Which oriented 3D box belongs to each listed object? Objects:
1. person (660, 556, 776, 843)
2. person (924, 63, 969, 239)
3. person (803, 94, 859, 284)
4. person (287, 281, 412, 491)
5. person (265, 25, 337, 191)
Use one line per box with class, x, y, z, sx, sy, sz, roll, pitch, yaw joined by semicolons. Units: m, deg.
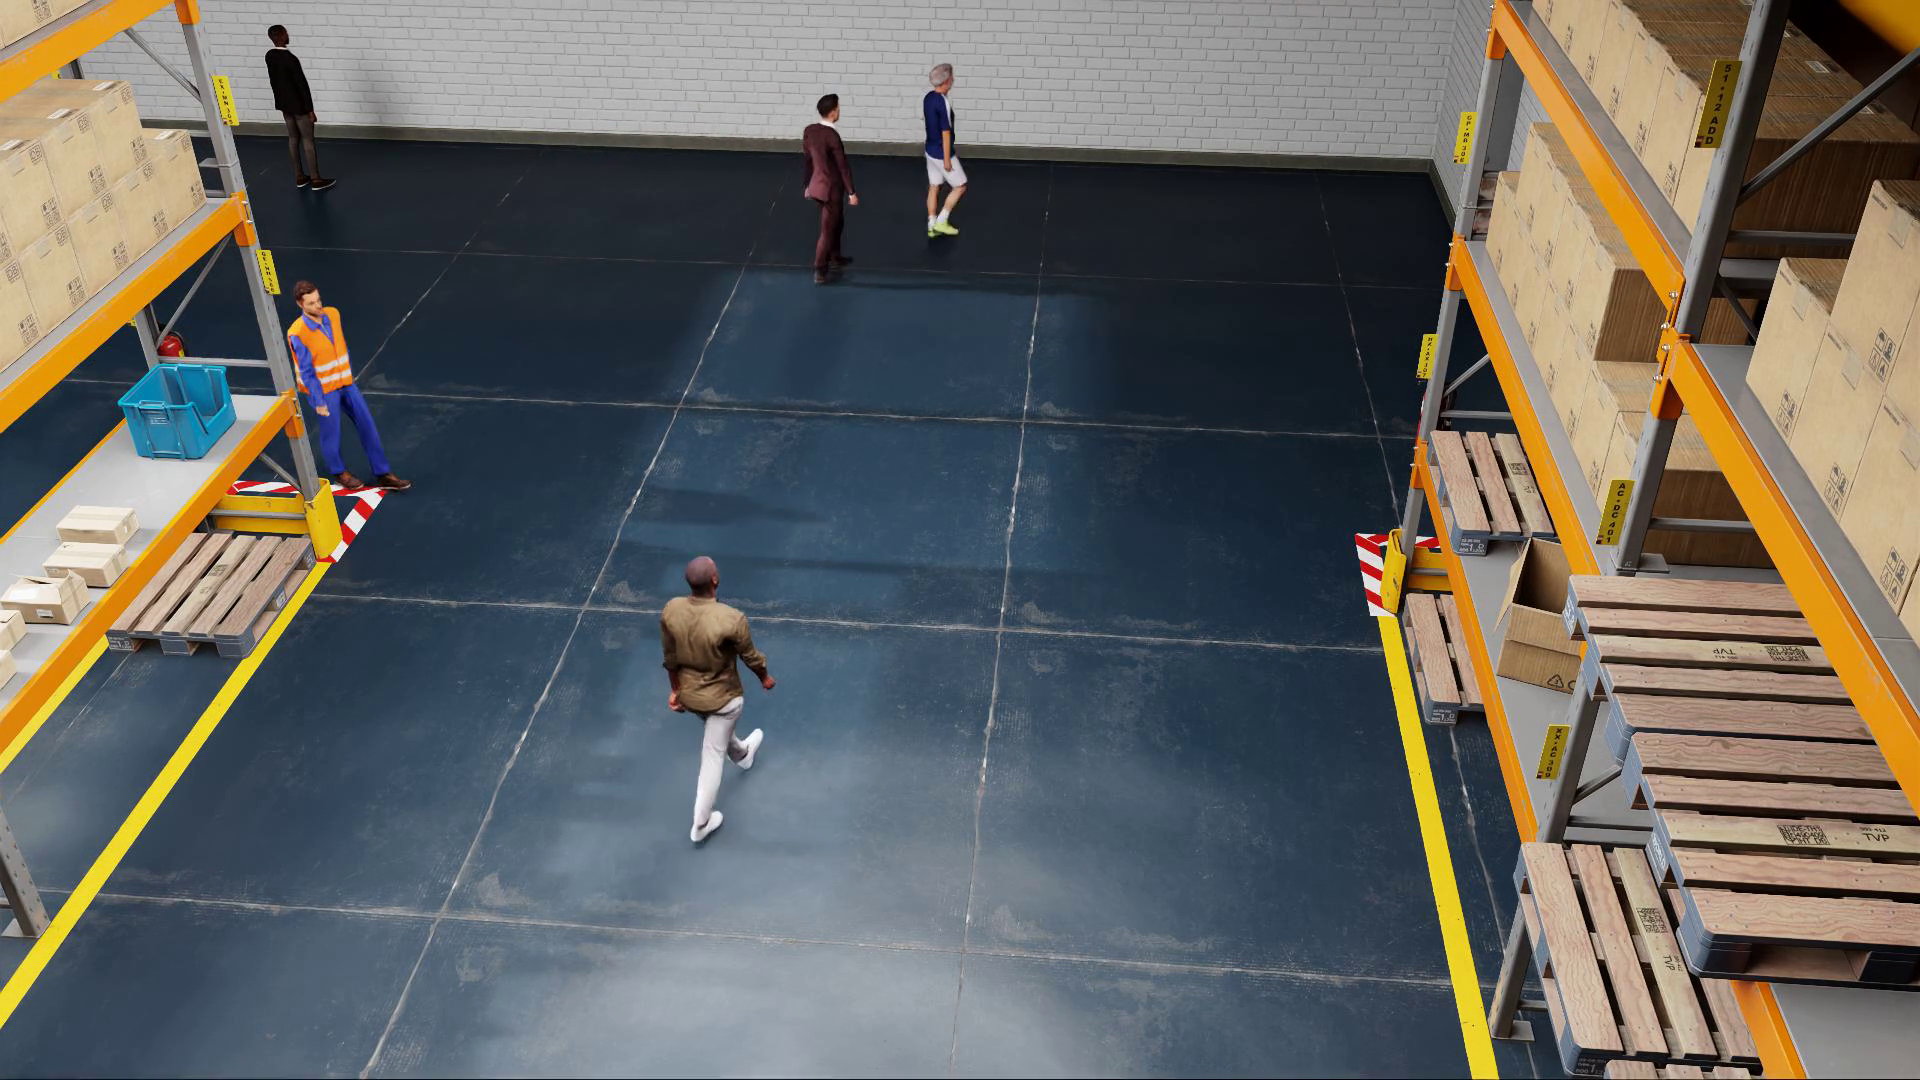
person;-1.478;0.971;9.644;0.996;1.772;1.274;15;36;21
person;-0.268;-3.944;16.986;0.834;1.829;0.736;-15;37;-22
person;-1.344;-3.364;16.098;0.981;1.846;0.925;-22;39;-29
person;-4.913;-1.171;12.810;0.971;1.835;1.005;14;36;20
person;-7.279;-4.735;18.203;0.735;1.800;0.707;17;37;24
